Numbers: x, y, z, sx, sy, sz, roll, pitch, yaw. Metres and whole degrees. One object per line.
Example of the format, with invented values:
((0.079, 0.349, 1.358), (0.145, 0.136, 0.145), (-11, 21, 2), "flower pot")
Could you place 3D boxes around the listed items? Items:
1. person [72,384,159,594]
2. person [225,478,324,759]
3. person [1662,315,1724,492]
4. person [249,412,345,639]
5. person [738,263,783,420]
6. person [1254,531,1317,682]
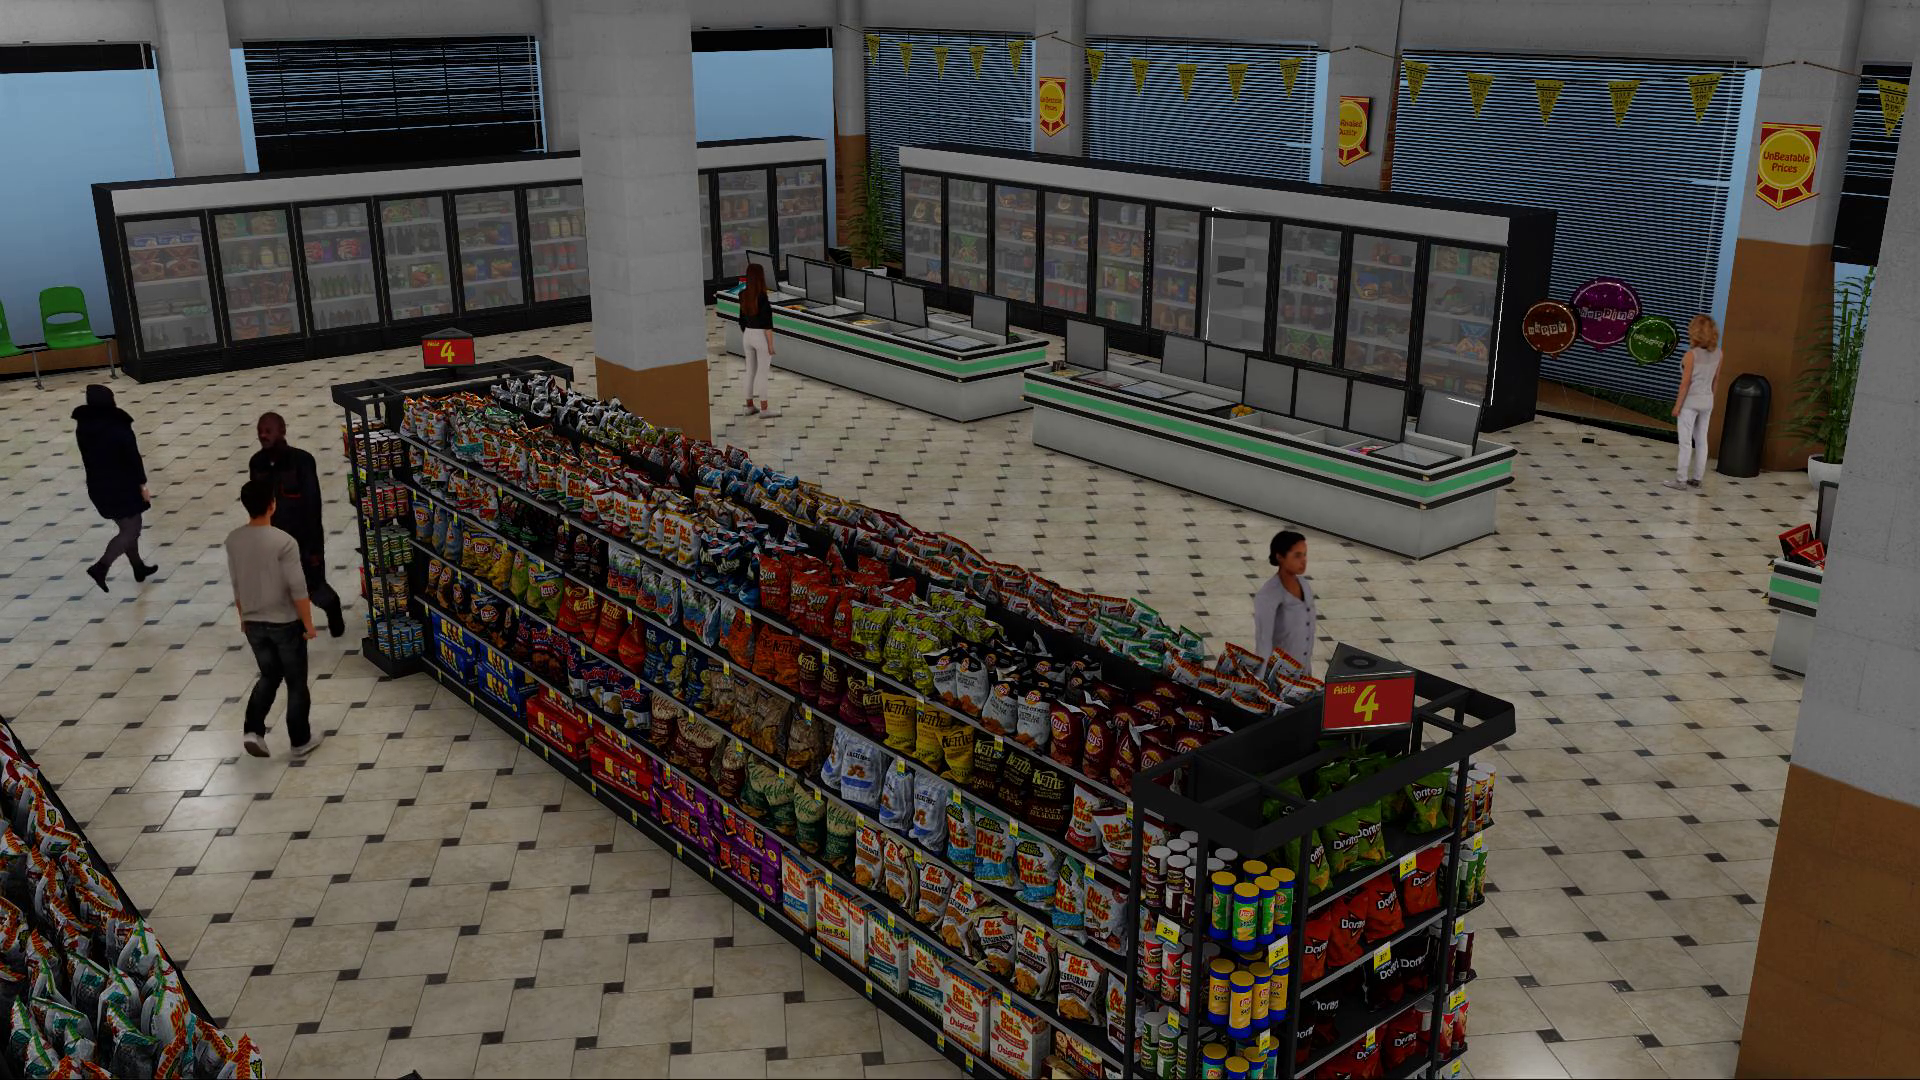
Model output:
((-6.648, -0.381, 13.020), (1.043, 1.654, 1.009), (6, 20, 18), "person")
((-4.208, 0.533, 10.088), (0.942, 1.797, 0.985), (3, 19, 9), "person")
((6.962, -1.301, 15.722), (0.668, 1.671, 0.655), (-7, 20, -19), "person")
((-4.674, -0.030, 11.757), (1.099, 1.797, 1.193), (0, 19, 1), "person")
((-2.242, -2.204, 18.350), (0.522, 1.704, 0.705), (14, 23, 36), "person")
((1.816, 0.773, 9.470), (0.572, 1.736, 0.657), (17, 25, 41), "person")
